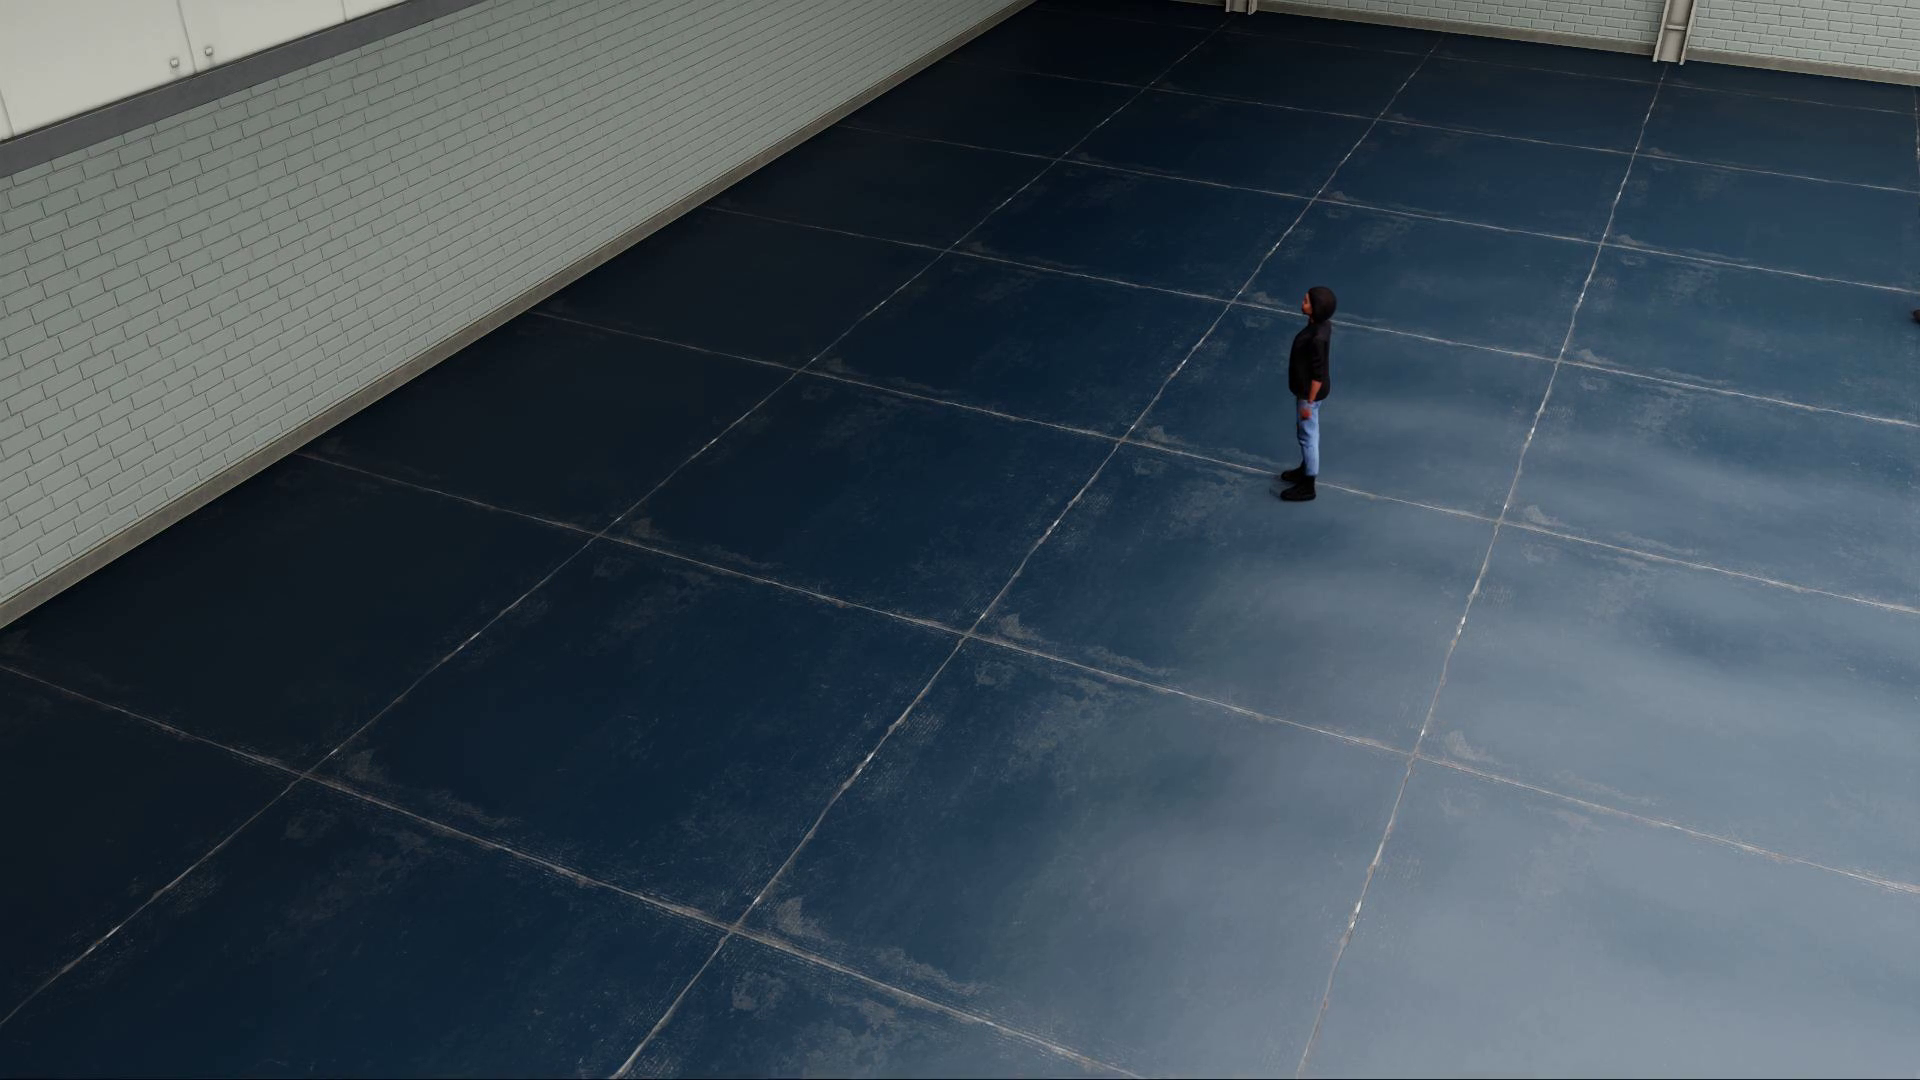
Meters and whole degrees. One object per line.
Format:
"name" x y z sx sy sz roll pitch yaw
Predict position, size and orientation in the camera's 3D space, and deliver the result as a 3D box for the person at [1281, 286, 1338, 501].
"person" 2.609 -1.093 12.354 0.599 1.701 0.619 7 33 11
